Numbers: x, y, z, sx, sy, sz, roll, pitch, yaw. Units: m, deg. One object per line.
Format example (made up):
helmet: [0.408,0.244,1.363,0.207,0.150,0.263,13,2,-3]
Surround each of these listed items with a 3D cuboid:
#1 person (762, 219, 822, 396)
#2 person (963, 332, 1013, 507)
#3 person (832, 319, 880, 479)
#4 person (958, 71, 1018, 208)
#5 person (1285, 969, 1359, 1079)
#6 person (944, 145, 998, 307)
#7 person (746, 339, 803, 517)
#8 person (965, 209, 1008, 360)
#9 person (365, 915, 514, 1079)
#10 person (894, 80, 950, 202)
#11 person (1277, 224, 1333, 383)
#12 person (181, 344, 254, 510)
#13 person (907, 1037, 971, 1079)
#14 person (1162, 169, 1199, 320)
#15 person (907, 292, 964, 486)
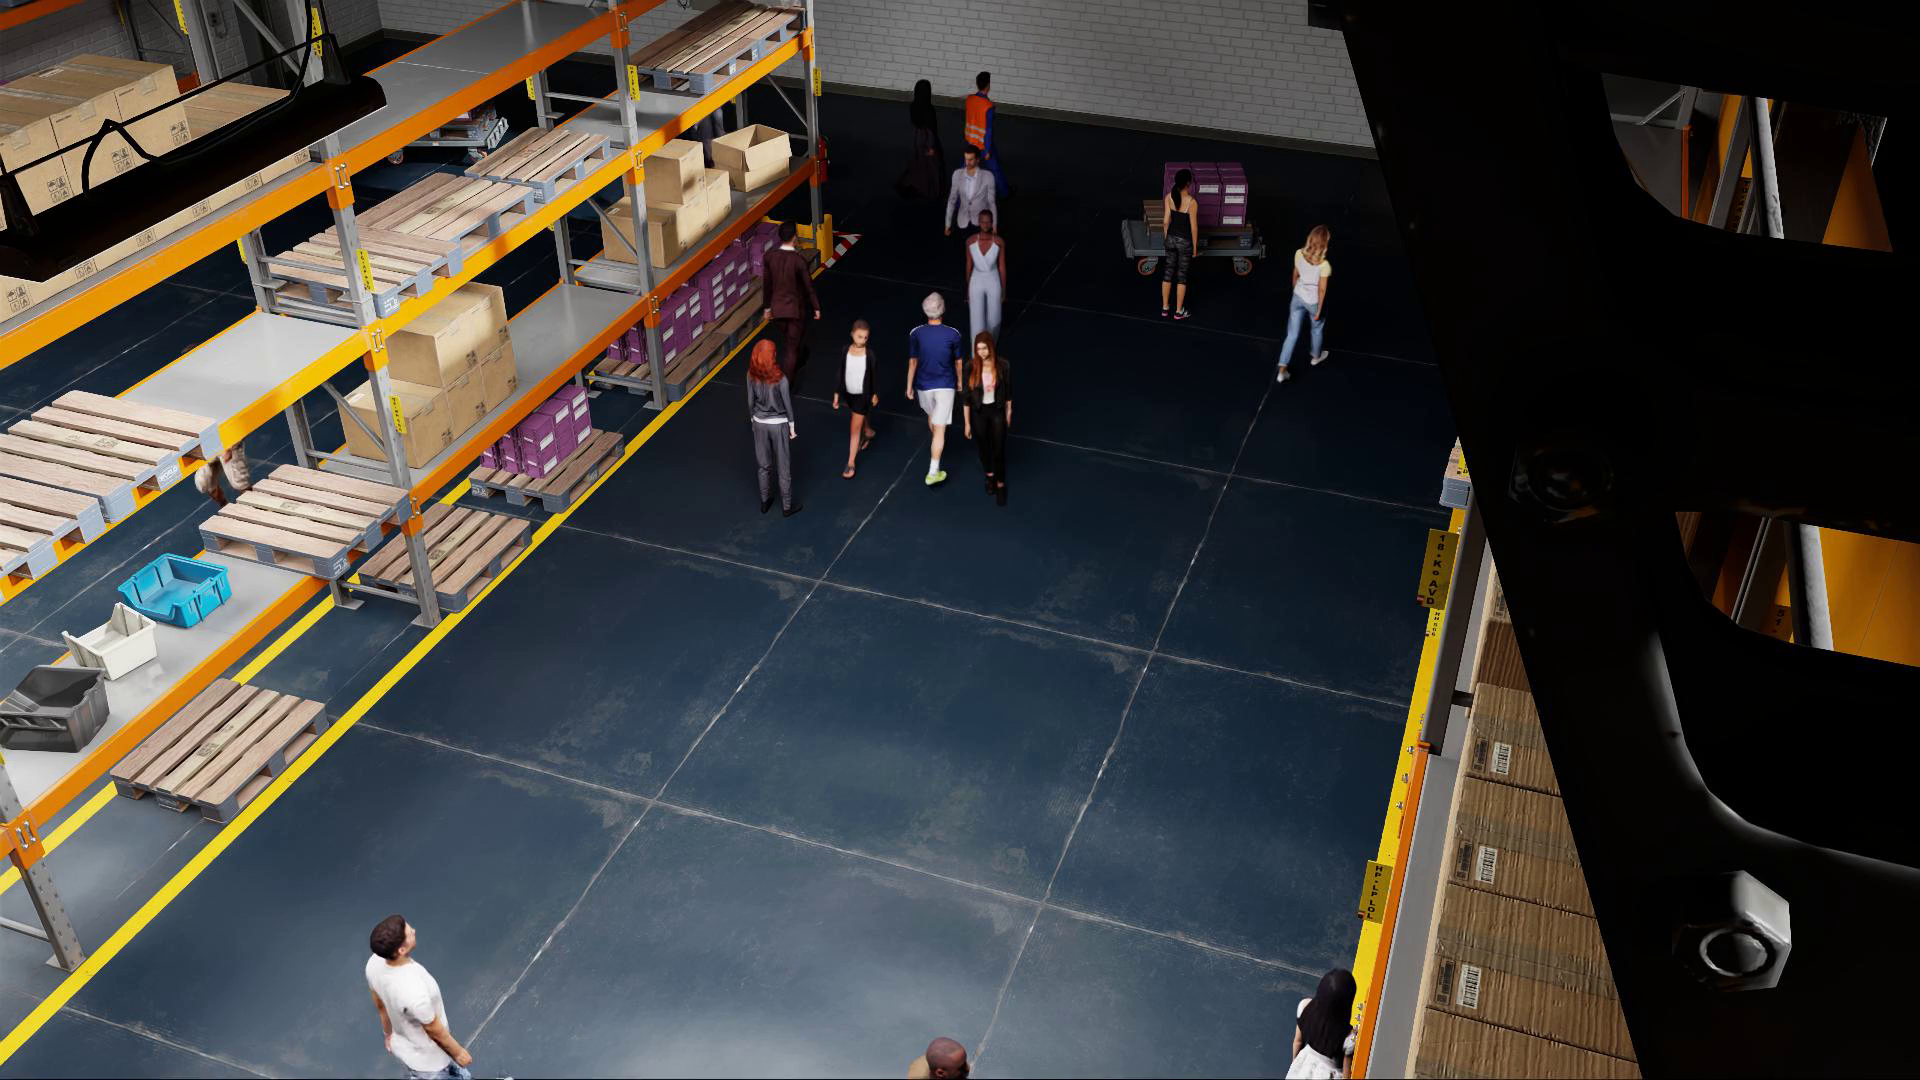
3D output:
person: [-1.775,-2.310,16.946,0.745,1.827,1.120,13,36,19]
person: [0.254,-1.204,15.410,0.737,1.687,0.850,0,34,0]
person: [-0.955,-1.439,15.916,0.564,1.518,1.044,13,36,19]
person: [0.177,-4.912,20.883,0.988,1.803,1.326,27,42,35]
person: [1.950,2.993,9.022,0.799,1.769,0.776,-25,41,-32]
person: [0.195,-3.644,18.969,0.763,1.811,1.108,14,36,20]
person: [-1.703,-1.015,15.043,0.573,1.780,0.484,11,35,17]
person: [0.281,-2.656,17.521,0.747,1.769,0.988,2,34,3]
person: [-3.045,2.852,9.181,1.291,1.827,1.035,-28,43,-35]
person: [-0.511,-5.109,21.358,1.073,1.605,0.942,-21,39,-28]
person: [3.545,-2.419,17.245,0.916,1.679,1.223,26,42,34]
person: [-6.559,-0.951,14.883,0.642,1.849,0.675,10,35,14]
person: [-0.109,3.237,8.605,0.865,1.824,0.757,-9,35,-13]
person: [2.437,-3.299,18.524,0.629,1.729,0.621,22,39,29]
person: [-0.248,-1.378,15.585,0.798,1.784,1.211,6,34,9]
